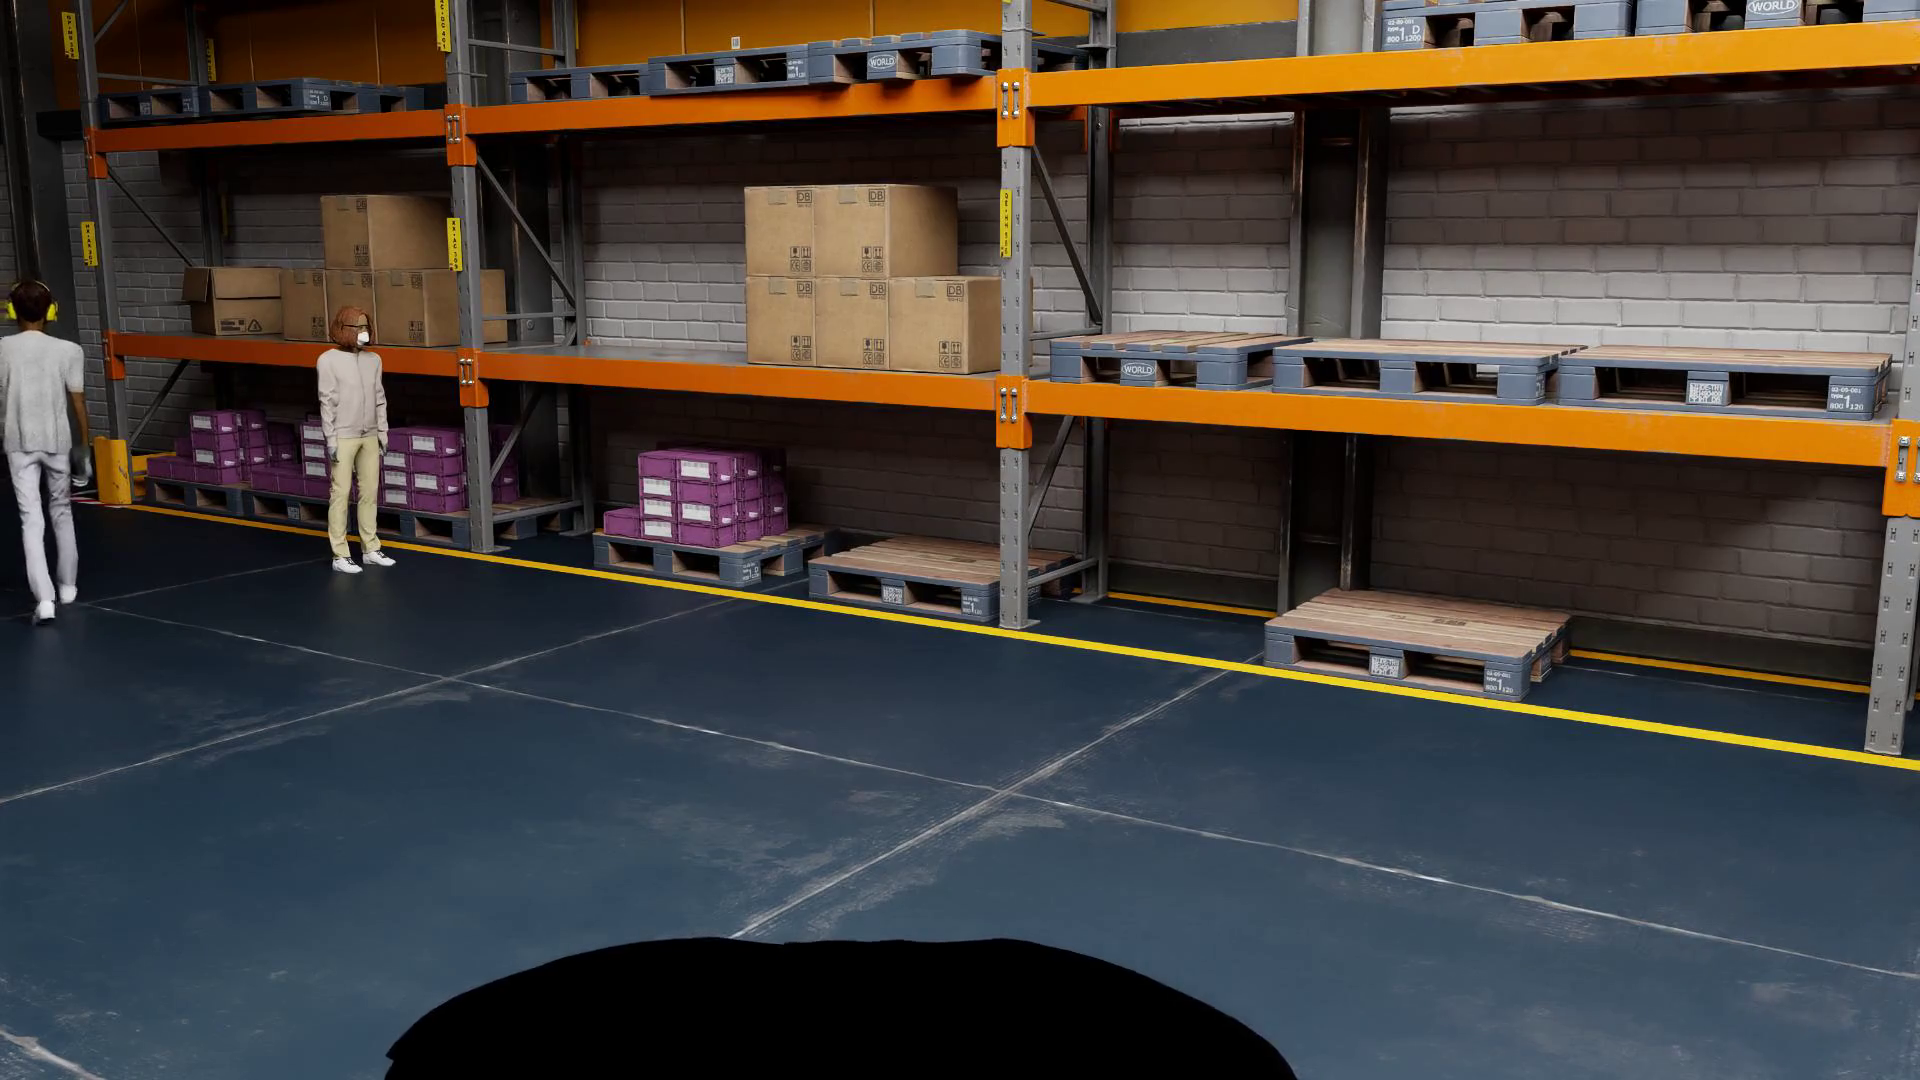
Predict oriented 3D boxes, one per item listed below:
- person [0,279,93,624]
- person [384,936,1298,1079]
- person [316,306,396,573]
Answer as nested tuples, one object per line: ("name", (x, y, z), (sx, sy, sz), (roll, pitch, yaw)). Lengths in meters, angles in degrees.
("person", (-4.958, -0.481, 8.932), (0.533, 1.823, 0.989), (-6, 12, -32))
("person", (-0.079, 0.889, 1.044), (0.587, 1.920, 0.392), (-1, 10, -4))
("person", (-3.709, -0.617, 10.203), (0.277, 1.629, 0.497), (5, 12, 27))
